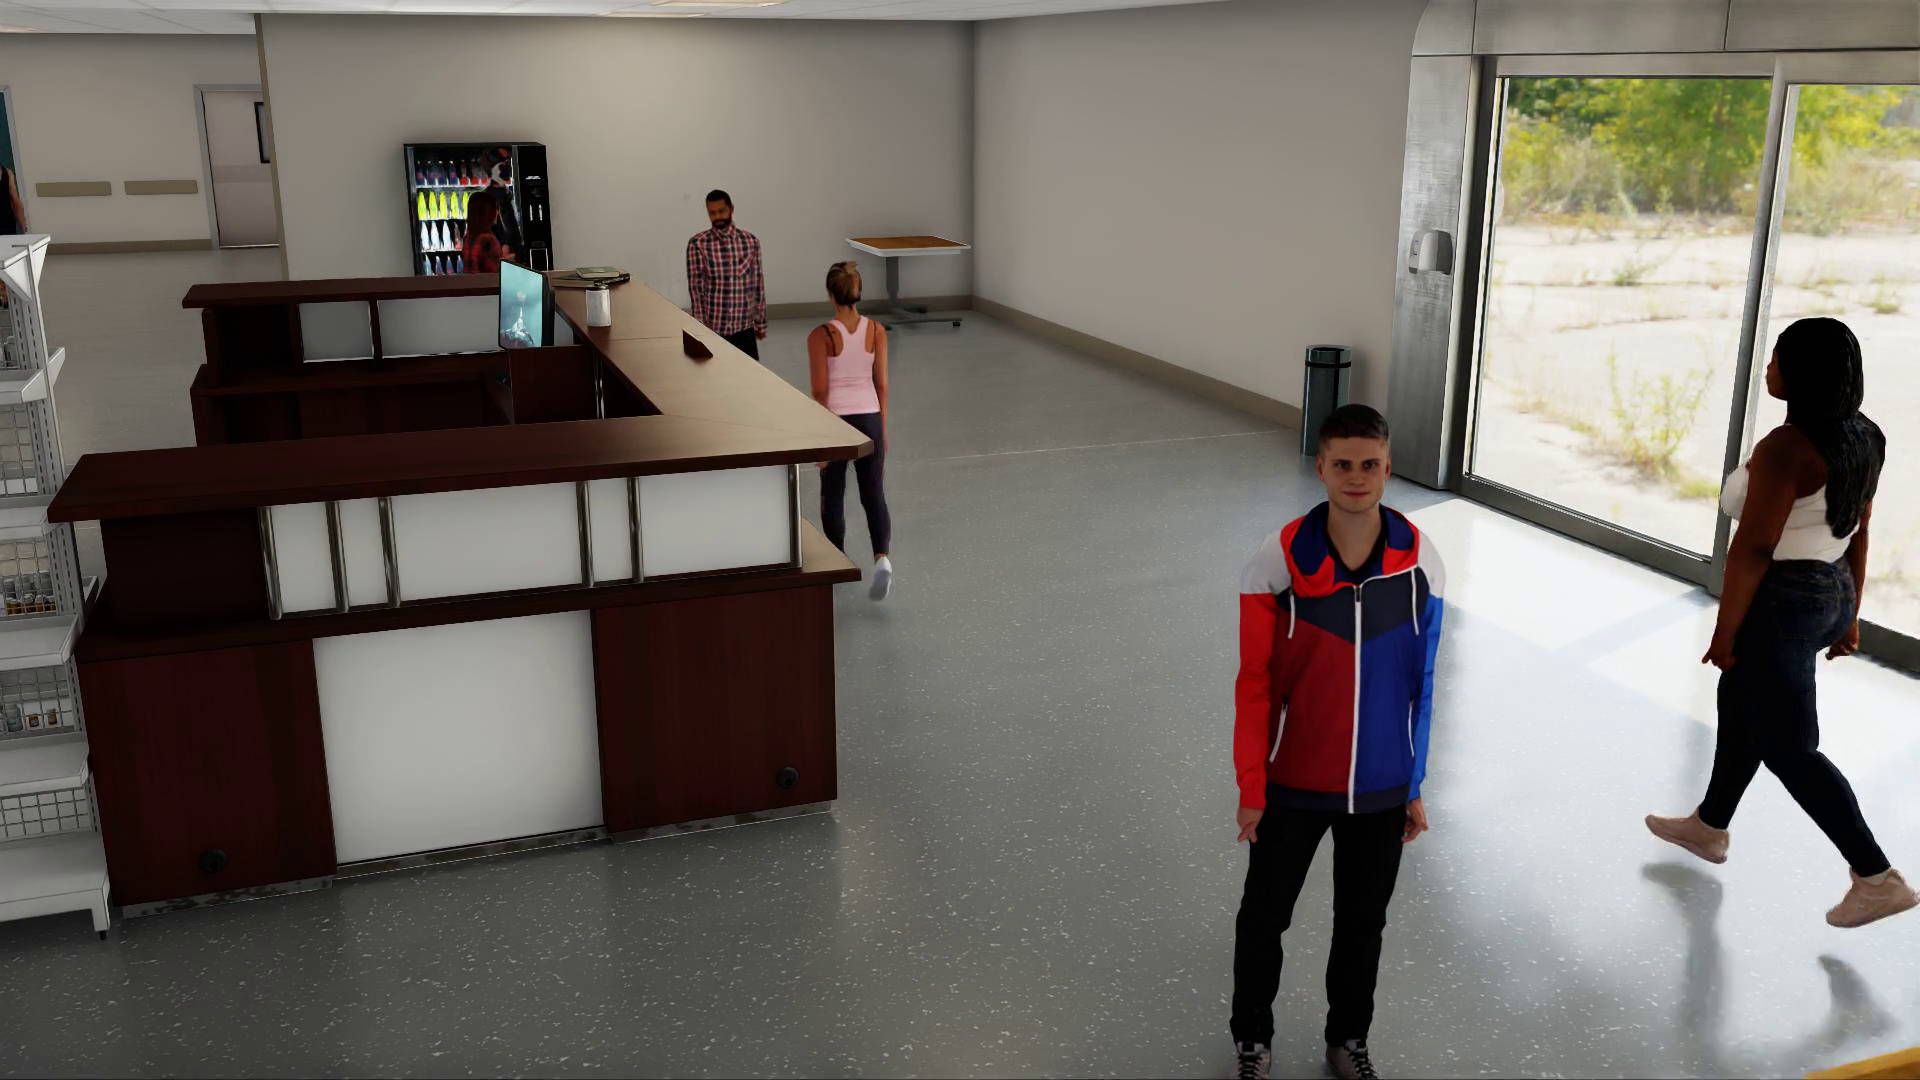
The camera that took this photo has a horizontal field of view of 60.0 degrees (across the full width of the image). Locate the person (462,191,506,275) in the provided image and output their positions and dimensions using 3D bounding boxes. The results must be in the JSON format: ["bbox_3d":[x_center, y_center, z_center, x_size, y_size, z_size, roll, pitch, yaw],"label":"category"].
[{"bbox_3d":[-3.363,-1.515,11.480,1.185,1.652,0.877,-13,21,-39],"label":"person"}]

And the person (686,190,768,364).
[{"bbox_3d":[-1.564,-1.436,11.036,0.574,1.741,0.747,-6,17,-20],"label":"person"}]

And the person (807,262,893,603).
[{"bbox_3d":[-0.494,-0.502,7.958,0.975,1.614,0.660,-5,16,-16],"label":"person"}]

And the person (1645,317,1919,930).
[{"bbox_3d":[2.533,0.277,4.897,1.146,1.775,0.860,-10,19,-32],"label":"person"}]

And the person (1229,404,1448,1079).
[{"bbox_3d":[0.894,0.542,3.991,0.584,1.757,0.759,0,16,-2],"label":"person"}]

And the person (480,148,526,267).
[{"bbox_3d":[-3.831,-2.276,13.771,1.112,1.873,0.862,-1,16,-3],"label":"person"}]

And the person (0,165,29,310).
[{"bbox_3d":[-10.308,-3.358,17.732,0.846,1.806,0.775,9,18,29],"label":"person"}]
